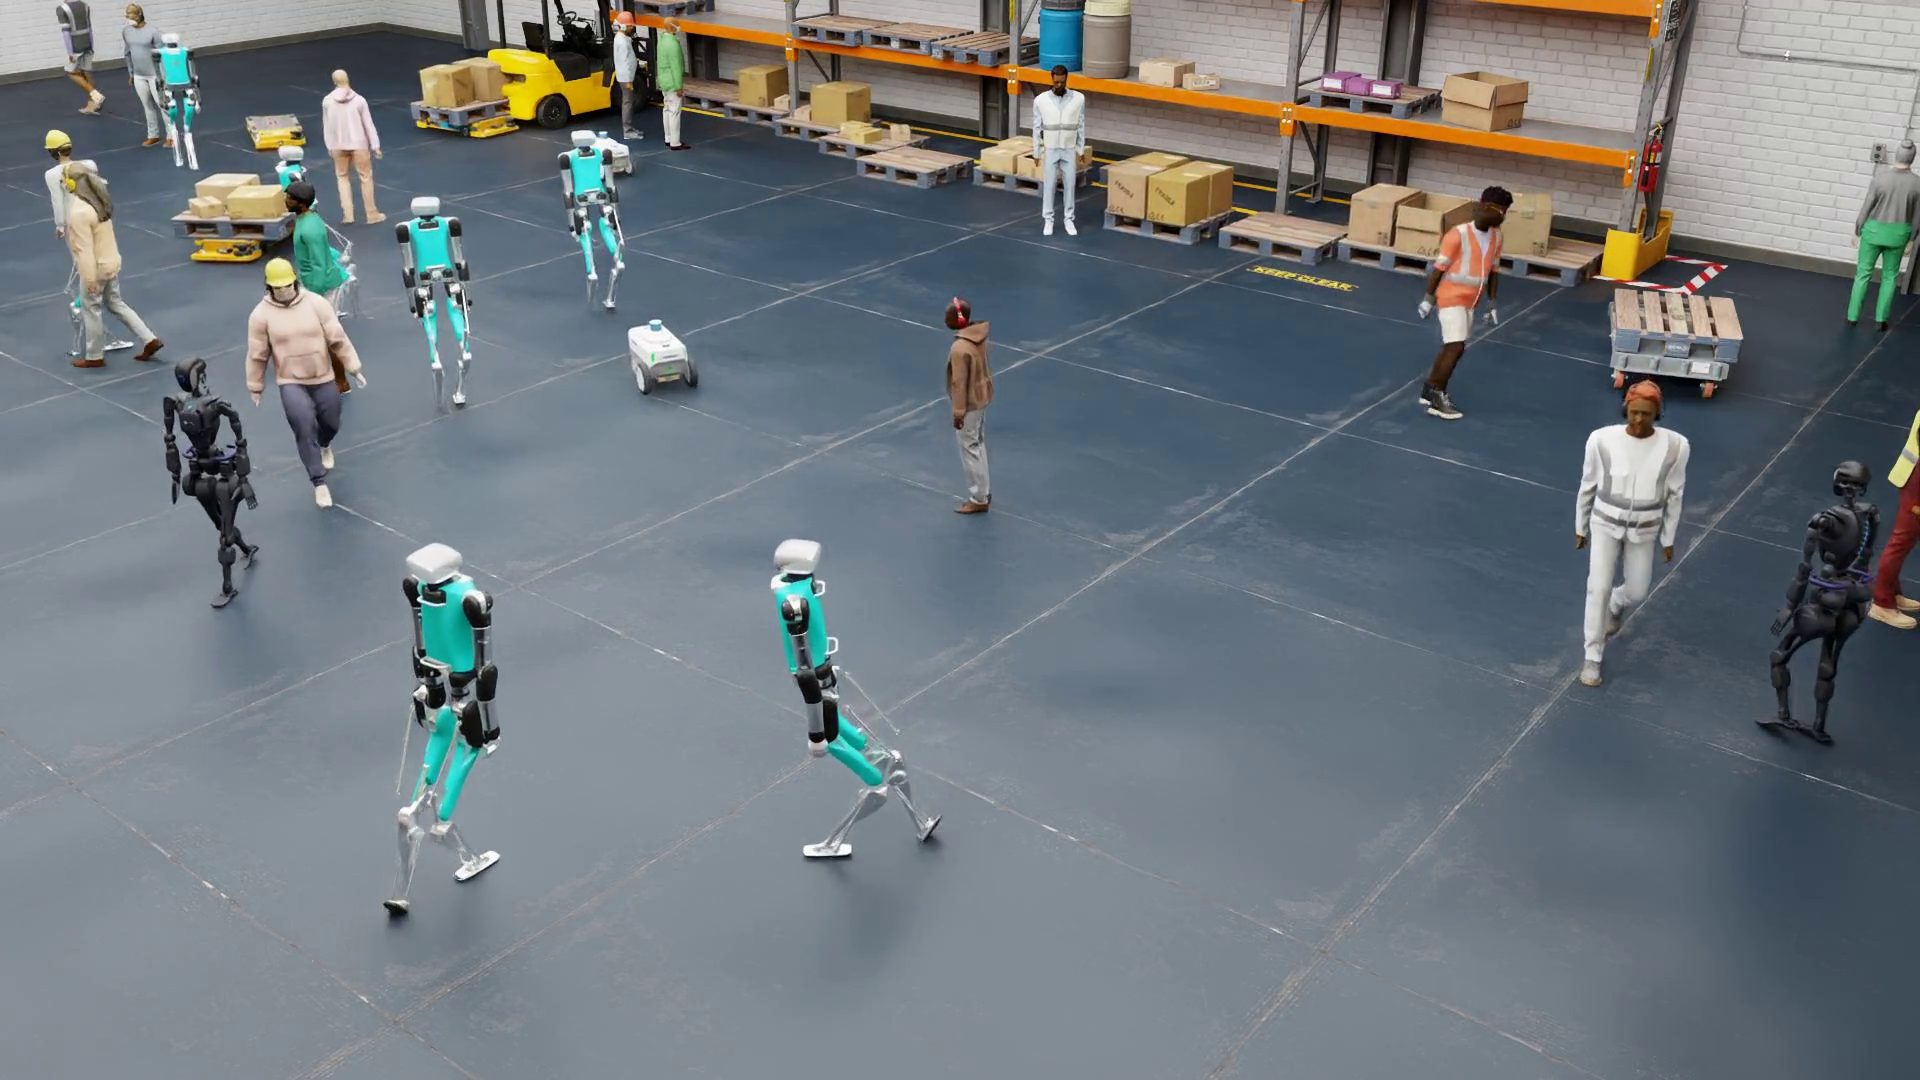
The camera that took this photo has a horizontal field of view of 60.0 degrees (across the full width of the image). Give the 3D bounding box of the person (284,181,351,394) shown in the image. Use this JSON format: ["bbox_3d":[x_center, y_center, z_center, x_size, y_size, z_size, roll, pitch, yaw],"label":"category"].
[{"bbox_3d":[-5.470,-2.149,14.200,0.397,1.854,0.494,-11,28,-21],"label":"person"}]

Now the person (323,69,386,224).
[{"bbox_3d":[-7.004,-4.511,19.192,0.629,1.771,0.407,-3,26,-7],"label":"person"}]

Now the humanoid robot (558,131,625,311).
[{"bbox_3d":[-3.507,-3.003,16.172,0.537,1.841,0.752,-12,28,-23],"label":"humanoid robot"}]

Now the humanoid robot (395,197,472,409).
[{"bbox_3d":[-4.306,-1.864,13.865,0.536,1.886,0.715,-10,27,-19],"label":"humanoid robot"}]

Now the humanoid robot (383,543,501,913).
[{"bbox_3d":[-2.574,0.988,7.934,0.547,1.862,0.834,16,30,29],"label":"humanoid robot"}]

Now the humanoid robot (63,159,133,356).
[{"bbox_3d":[-8.013,-2.465,15.093,0.795,1.882,0.531,-16,30,-29],"label":"humanoid robot"}]

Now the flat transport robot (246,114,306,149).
[{"bbox_3d":[-9.708,-5.799,23.579,0.659,0.231,1.431,-12,28,-23],"label":"flat transport robot"}]

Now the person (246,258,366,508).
[{"bbox_3d":[-4.850,-1.219,12.286,0.795,1.837,0.777,-14,29,-27],"label":"person"}]

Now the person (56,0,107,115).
[{"bbox_3d":[-13.086,-7.339,24.751,0.529,2.026,0.613,8,27,16],"label":"person"}]

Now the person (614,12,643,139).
[{"bbox_3d":[-4.671,-6.541,23.425,0.350,1.740,0.573,-5,26,-11],"label":"person"}]

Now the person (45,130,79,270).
[{"bbox_3d":[-8.677,-3.136,16.344,0.315,1.766,0.532,9,27,19],"label":"person"}]

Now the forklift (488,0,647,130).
[{"bbox_3d":[-5.874,-7.334,24.552,1.214,2.155,2.313,19,32,34],"label":"forklift"}]

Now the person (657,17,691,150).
[{"bbox_3d":[-3.937,-6.248,22.785,0.390,1.778,0.534,-14,29,-26],"label":"person"}]

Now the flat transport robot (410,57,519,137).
[{"bbox_3d":[-7.137,-6.052,24.105,1.431,0.231,0.659,16,30,30],"label":"flat transport robot"}]

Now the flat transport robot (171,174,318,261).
[{"bbox_3d":[-7.939,-3.392,18.595,0.659,0.231,1.431,2,26,4],"label":"flat transport robot"}]

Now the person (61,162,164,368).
[{"bbox_3d":[-7.678,-2.440,14.803,0.762,1.856,0.572,-1,26,-2],"label":"person"}]

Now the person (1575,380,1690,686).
[{"bbox_3d":[3.955,-0.087,9.913,0.574,1.865,0.680,8,27,16],"label":"person"}]

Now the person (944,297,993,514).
[{"bbox_3d":[0.076,-0.976,12.014,0.329,1.639,0.518,9,27,19],"label":"person"}]

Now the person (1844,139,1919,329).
[{"bbox_3d":[8.778,-2.901,15.772,0.549,1.835,0.386,9,27,18],"label":"person"}]

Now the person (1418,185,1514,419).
[{"bbox_3d":[4.174,-1.961,13.735,0.690,1.913,0.624,-17,31,-32],"label":"person"}]

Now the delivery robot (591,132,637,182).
[{"bbox_3d":[-4.589,-4.977,21.543,0.499,0.589,0.784,-23,34,-39],"label":"delivery robot"}]

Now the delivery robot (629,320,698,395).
[{"bbox_3d":[-2.652,-1.639,14.619,0.499,0.579,0.774,-12,28,-24],"label":"delivery robot"}]

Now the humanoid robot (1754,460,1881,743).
[{"bbox_3d":[4.831,0.344,9.241,0.585,1.639,0.441,-11,28,-22],"label":"humanoid robot"}]

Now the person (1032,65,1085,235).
[{"bbox_3d":[1.116,-4.413,18.831,0.601,1.906,0.414,-3,26,-5],"label":"person"}]

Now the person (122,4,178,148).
[{"bbox_3d":[-11.153,-6.380,22.874,0.626,1.934,0.372,5,26,11],"label":"person"}]

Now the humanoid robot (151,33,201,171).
[{"bbox_3d":[-10.259,-5.764,21.821,0.560,1.760,0.891,-17,30,-31],"label":"humanoid robot"}]

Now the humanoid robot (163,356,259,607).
[{"bbox_3d":[-4.892,-0.440,10.920,0.599,1.628,0.783,3,26,6],"label":"humanoid robot"}]

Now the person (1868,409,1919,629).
[{"bbox_3d":[6.077,-0.320,10.509,0.384,1.768,0.467,18,31,33],"label":"person"}]

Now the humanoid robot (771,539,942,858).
[{"bbox_3d":[-0.445,0.844,8.203,0.898,1.826,0.551,-2,26,-3],"label":"humanoid robot"}]

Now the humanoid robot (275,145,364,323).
[{"bbox_3d":[-6.028,-2.863,15.933,0.767,1.890,0.551,-17,31,-31],"label":"humanoid robot"}]
